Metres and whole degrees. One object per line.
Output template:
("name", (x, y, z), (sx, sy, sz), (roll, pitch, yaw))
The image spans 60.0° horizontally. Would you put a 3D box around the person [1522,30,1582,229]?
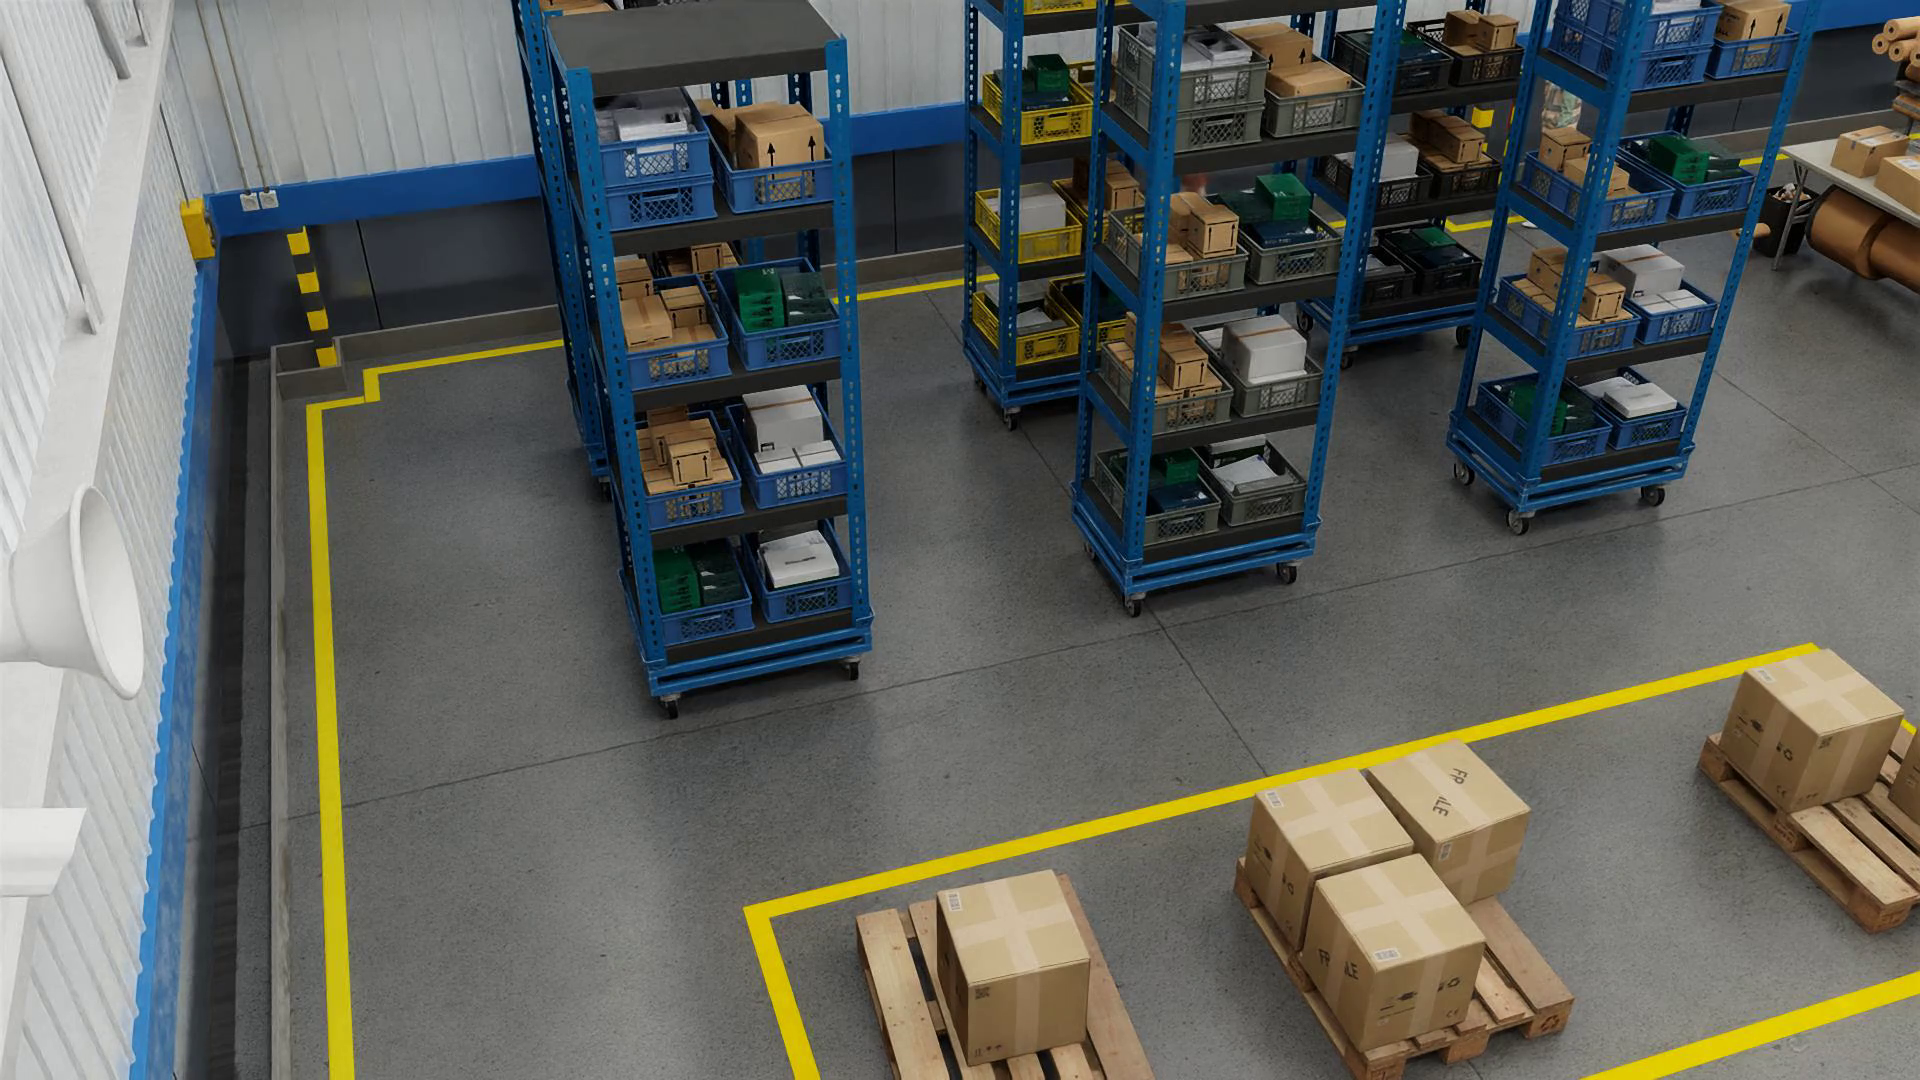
("person", (4.889, -3.362, 13.618), (0.310, 1.640, 0.514), (8, 36, 11))
